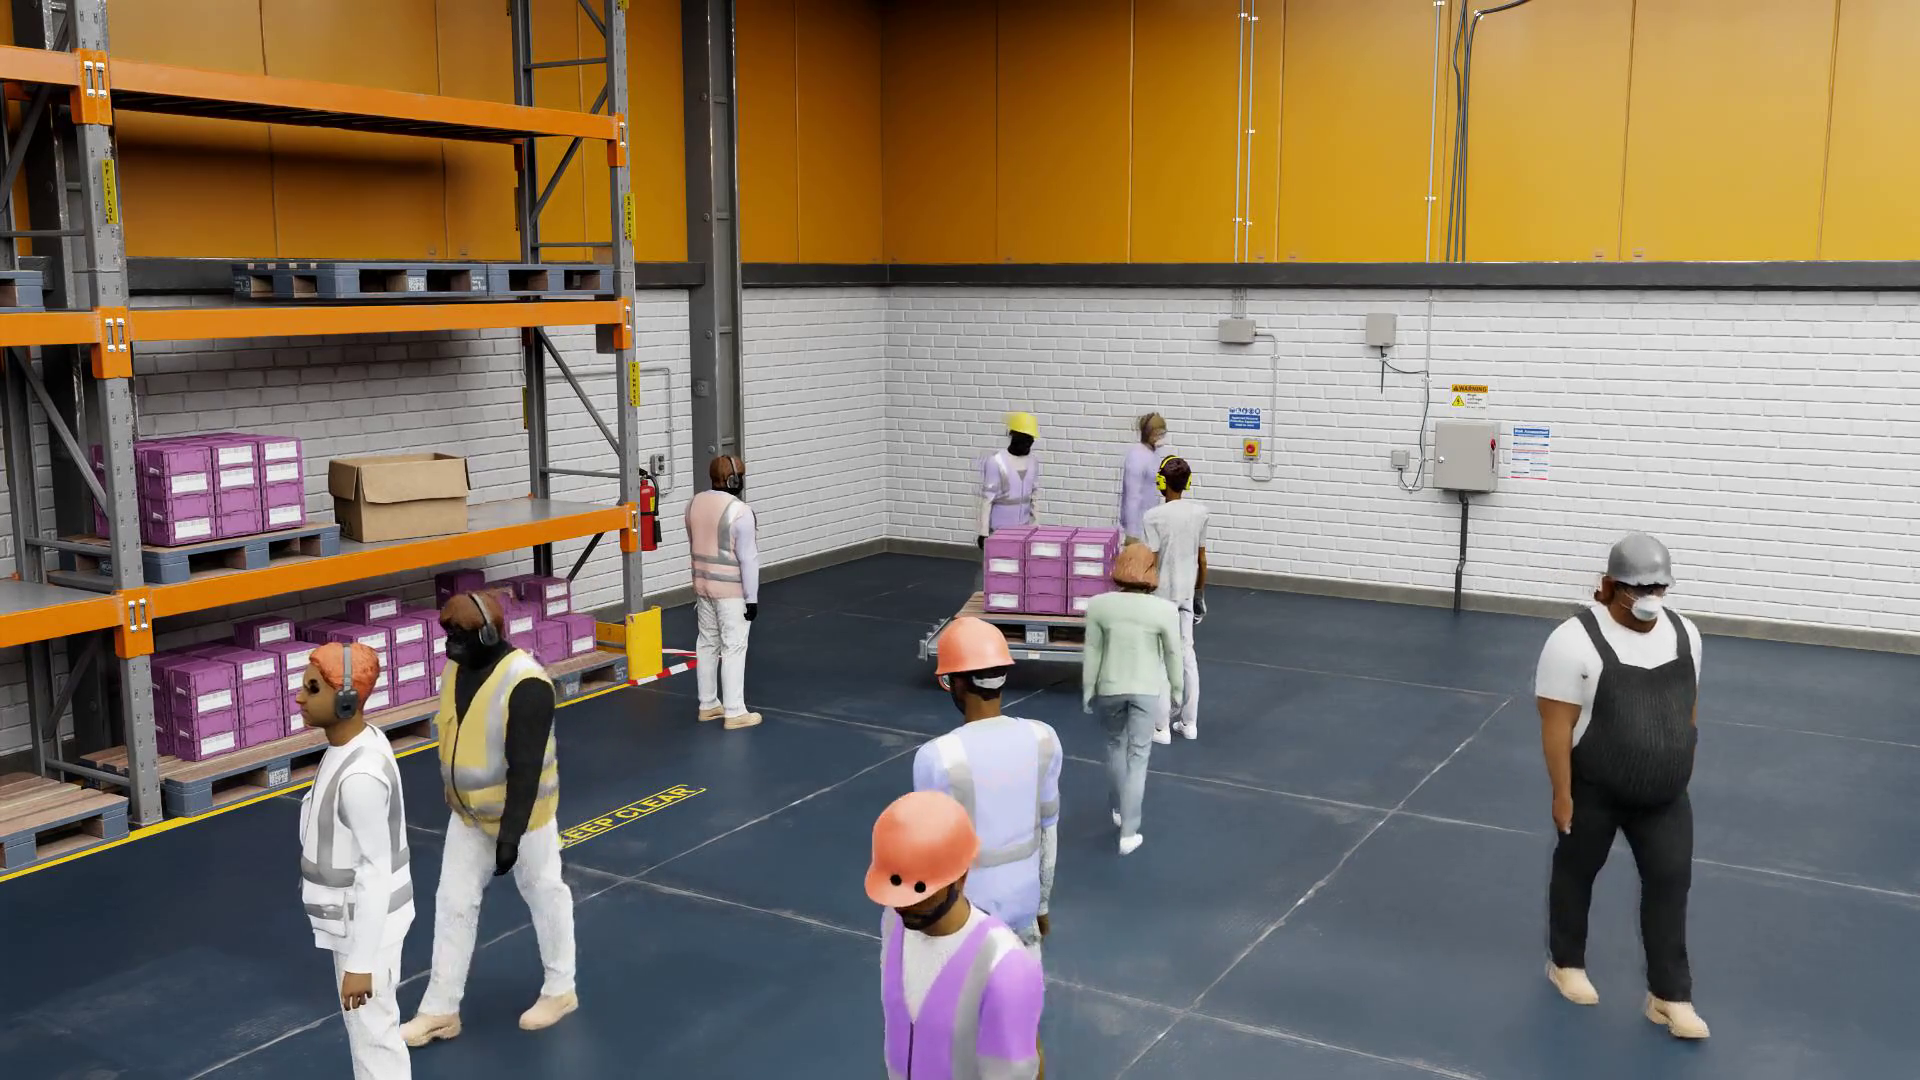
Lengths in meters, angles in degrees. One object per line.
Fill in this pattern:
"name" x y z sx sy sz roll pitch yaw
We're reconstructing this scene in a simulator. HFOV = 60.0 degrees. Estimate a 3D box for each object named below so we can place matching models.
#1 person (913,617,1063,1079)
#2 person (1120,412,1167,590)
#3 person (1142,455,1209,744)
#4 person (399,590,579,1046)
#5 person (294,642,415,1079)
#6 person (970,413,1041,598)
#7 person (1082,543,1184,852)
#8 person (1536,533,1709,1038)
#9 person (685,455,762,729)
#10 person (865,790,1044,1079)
"person" 0.065 1.205 5.452 0.542 1.929 0.368 -6 11 -33
"person" 1.508 -0.110 13.686 0.480 1.914 0.723 3 10 17
"person" 1.363 0.383 10.764 0.531 1.870 0.316 -5 10 -28
"person" -1.865 1.096 6.499 0.652 1.802 0.842 7 11 36
"person" -1.935 1.247 5.328 0.355 1.884 0.575 -4 10 -25
"person" 0.452 -0.138 14.016 0.695 1.865 0.931 -8 12 -41
"person" 0.941 0.811 8.912 0.525 1.602 0.731 3 10 19
"person" 2.693 0.954 6.668 0.704 2.000 0.869 -1 9 -7
"person" -1.563 0.343 11.148 0.619 1.836 0.431 8 12 40
"person" 0.005 1.475 4.014 1.087 1.869 0.563 -8 12 -42
